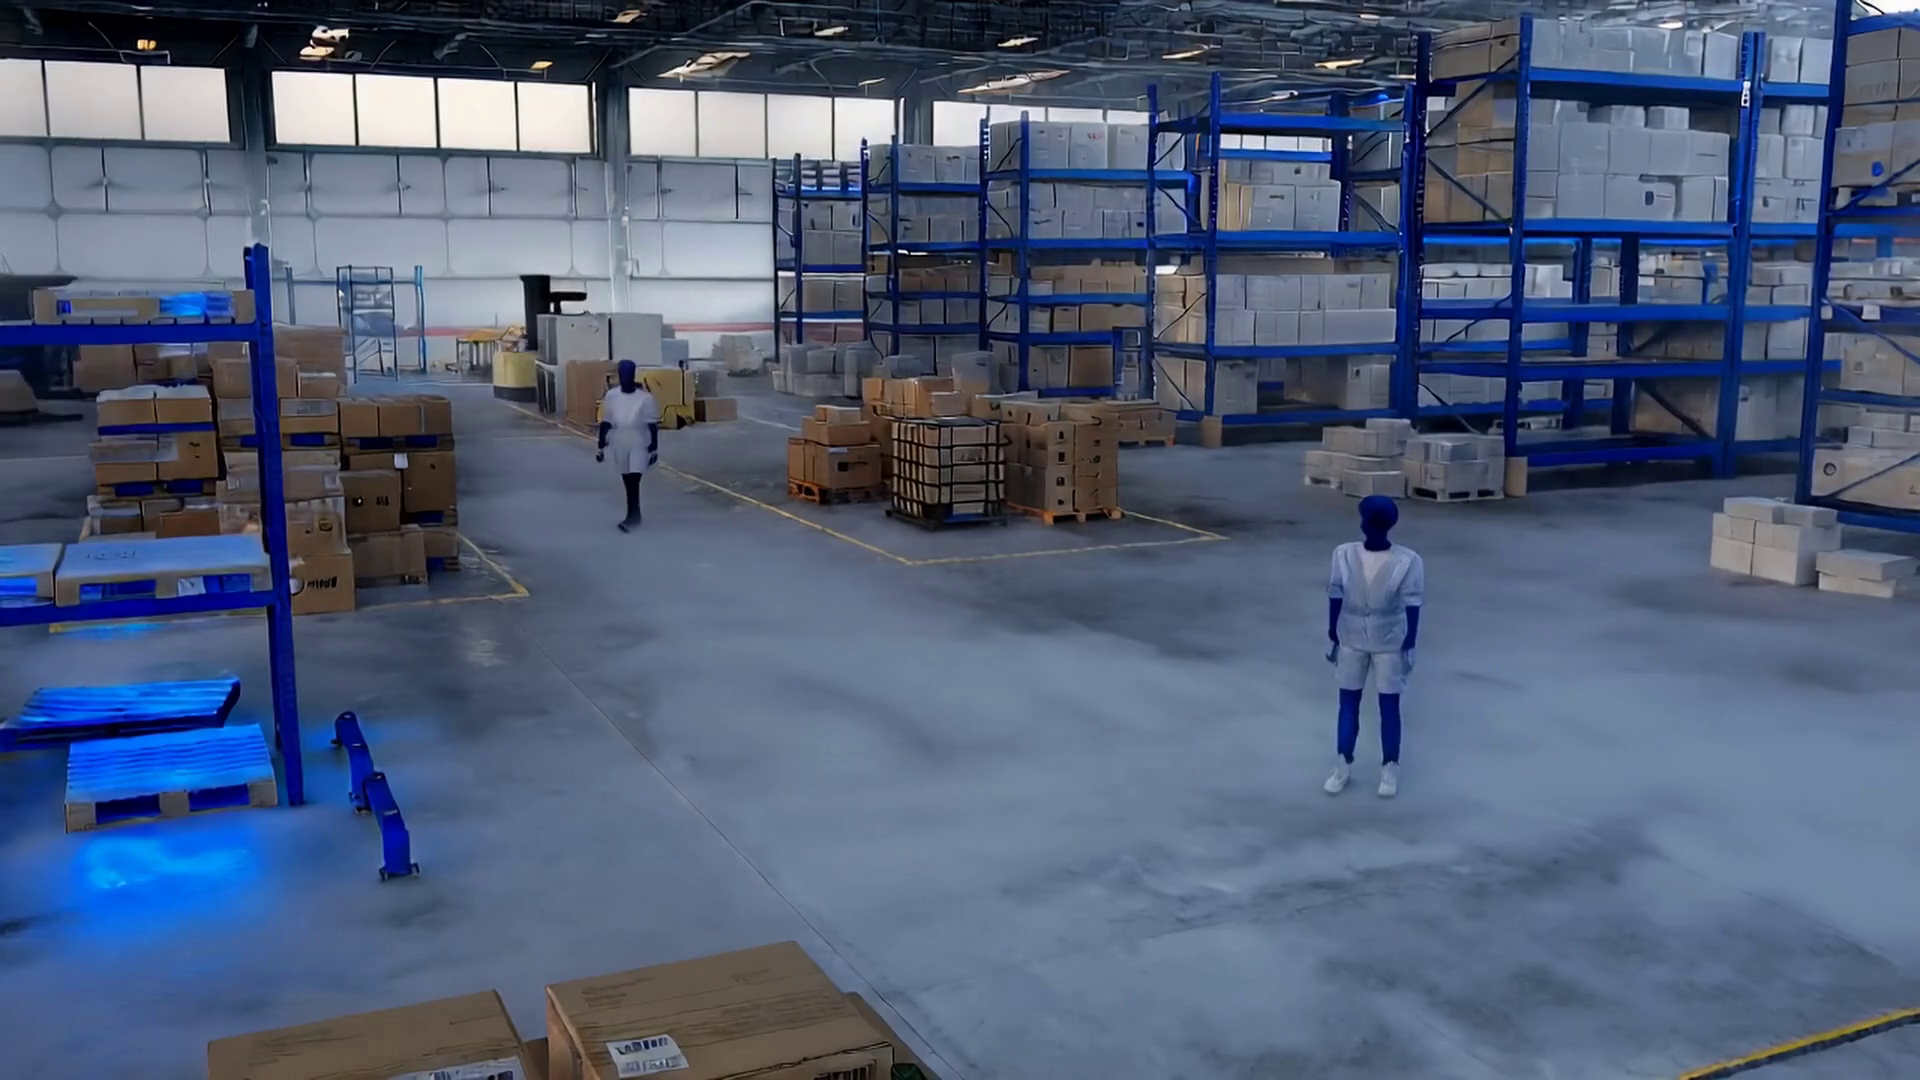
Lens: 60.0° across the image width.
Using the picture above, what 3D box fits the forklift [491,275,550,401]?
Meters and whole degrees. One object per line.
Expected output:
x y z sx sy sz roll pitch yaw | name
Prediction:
-9.571 -4.597 37.606 1.873 2.768 1.129 -6 11 -34 | forklift

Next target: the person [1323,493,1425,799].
2.275 0.578 9.177 0.532 1.693 0.319 5 10 29 | person

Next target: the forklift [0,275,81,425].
-17.817 -3.560 31.174 1.129 2.768 1.873 5 11 31 | forklift

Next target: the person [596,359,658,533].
-3.711 -1.035 18.473 0.608 1.913 0.988 2 9 10 | person

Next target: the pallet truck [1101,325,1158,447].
2.881 -2.596 27.923 0.823 1.965 1.885 -1 9 -7 | pallet truck
